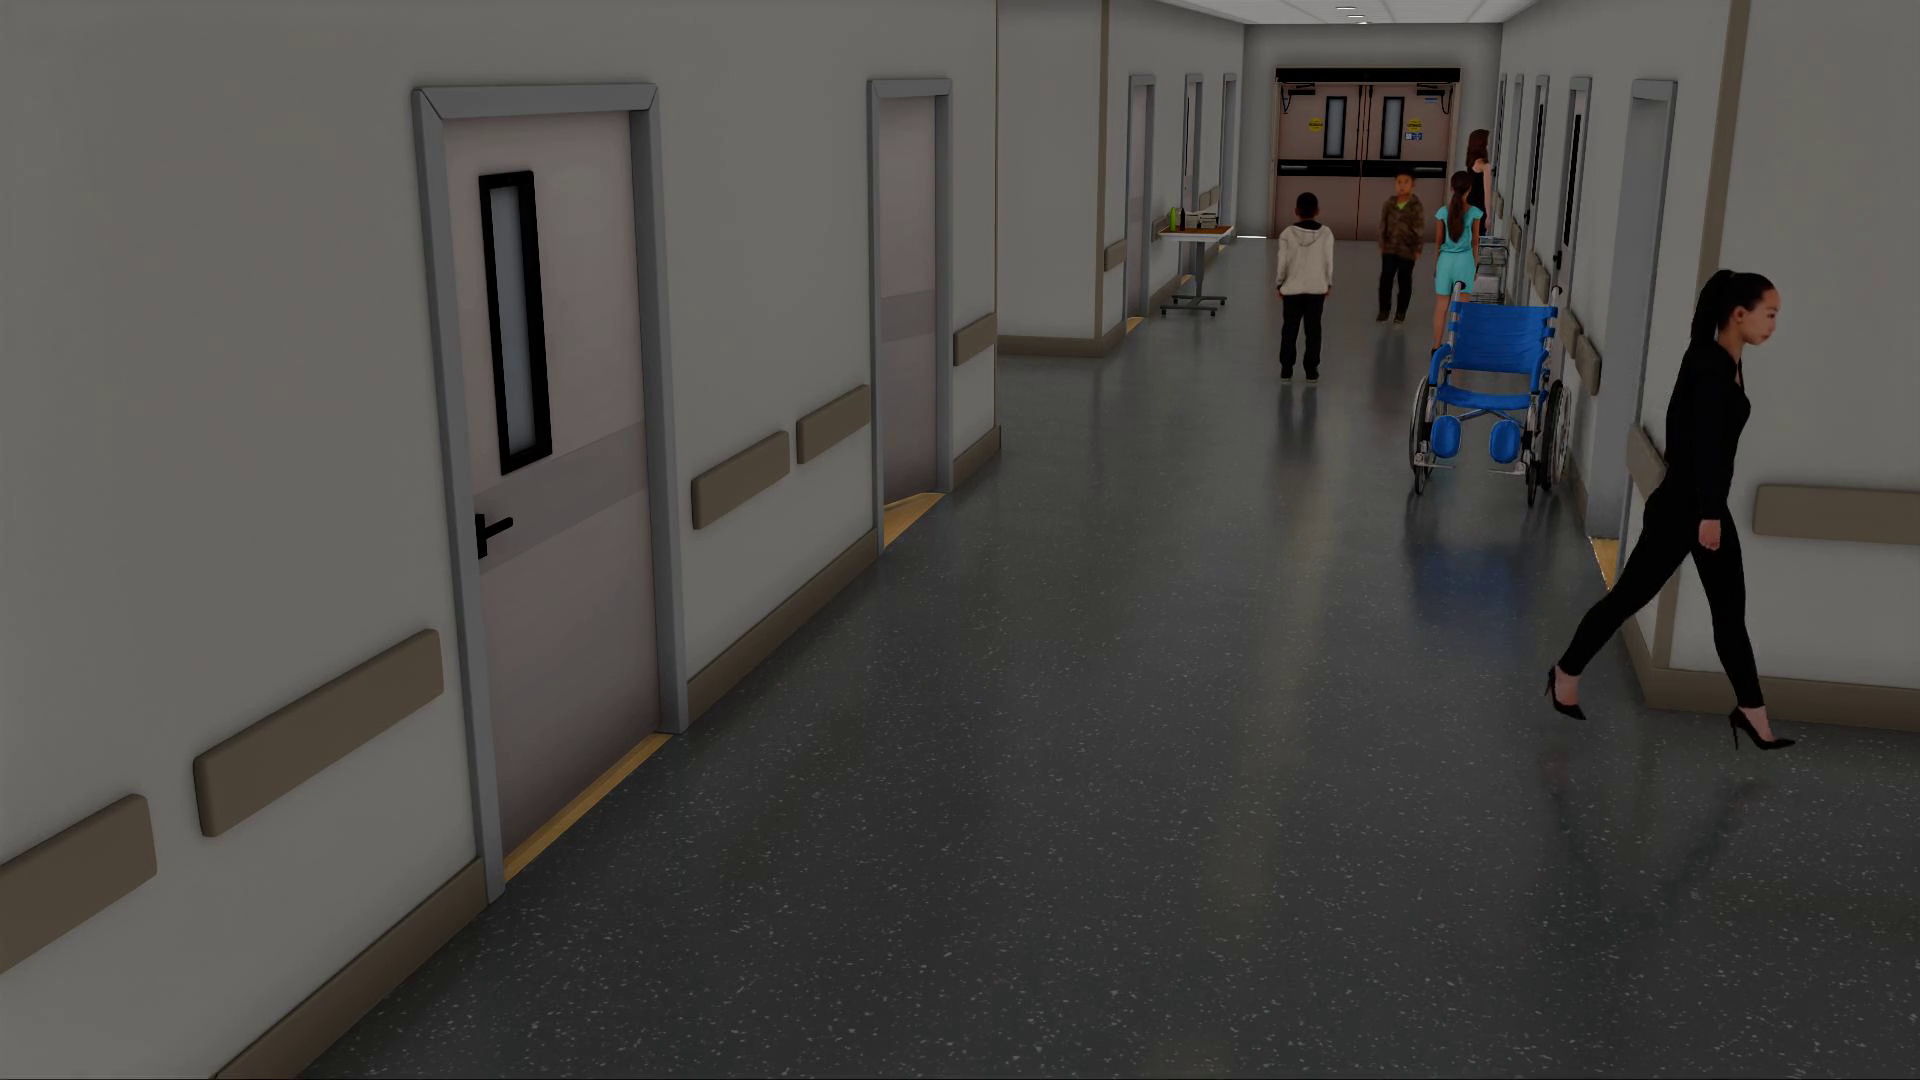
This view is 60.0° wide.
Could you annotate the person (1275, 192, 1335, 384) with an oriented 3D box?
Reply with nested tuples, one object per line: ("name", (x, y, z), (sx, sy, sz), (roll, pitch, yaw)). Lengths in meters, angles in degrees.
("person", (2.668, -1.956, 12.886), (0.584, 1.455, 0.506), (5, 16, 16))

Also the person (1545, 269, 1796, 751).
("person", (2.466, -0.076, 5.820), (0.960, 1.672, 1.108), (12, 20, 36))

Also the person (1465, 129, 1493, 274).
("person", (5.597, -3.592, 18.152), (0.717, 1.747, 0.628), (-6, 17, -20))

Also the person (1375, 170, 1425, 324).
("person", (4.213, -2.792, 15.872), (0.633, 1.444, 0.763), (6, 17, 21))

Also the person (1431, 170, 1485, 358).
("person", (4.153, -2.302, 13.921), (0.583, 1.559, 0.585), (8, 17, 25))
